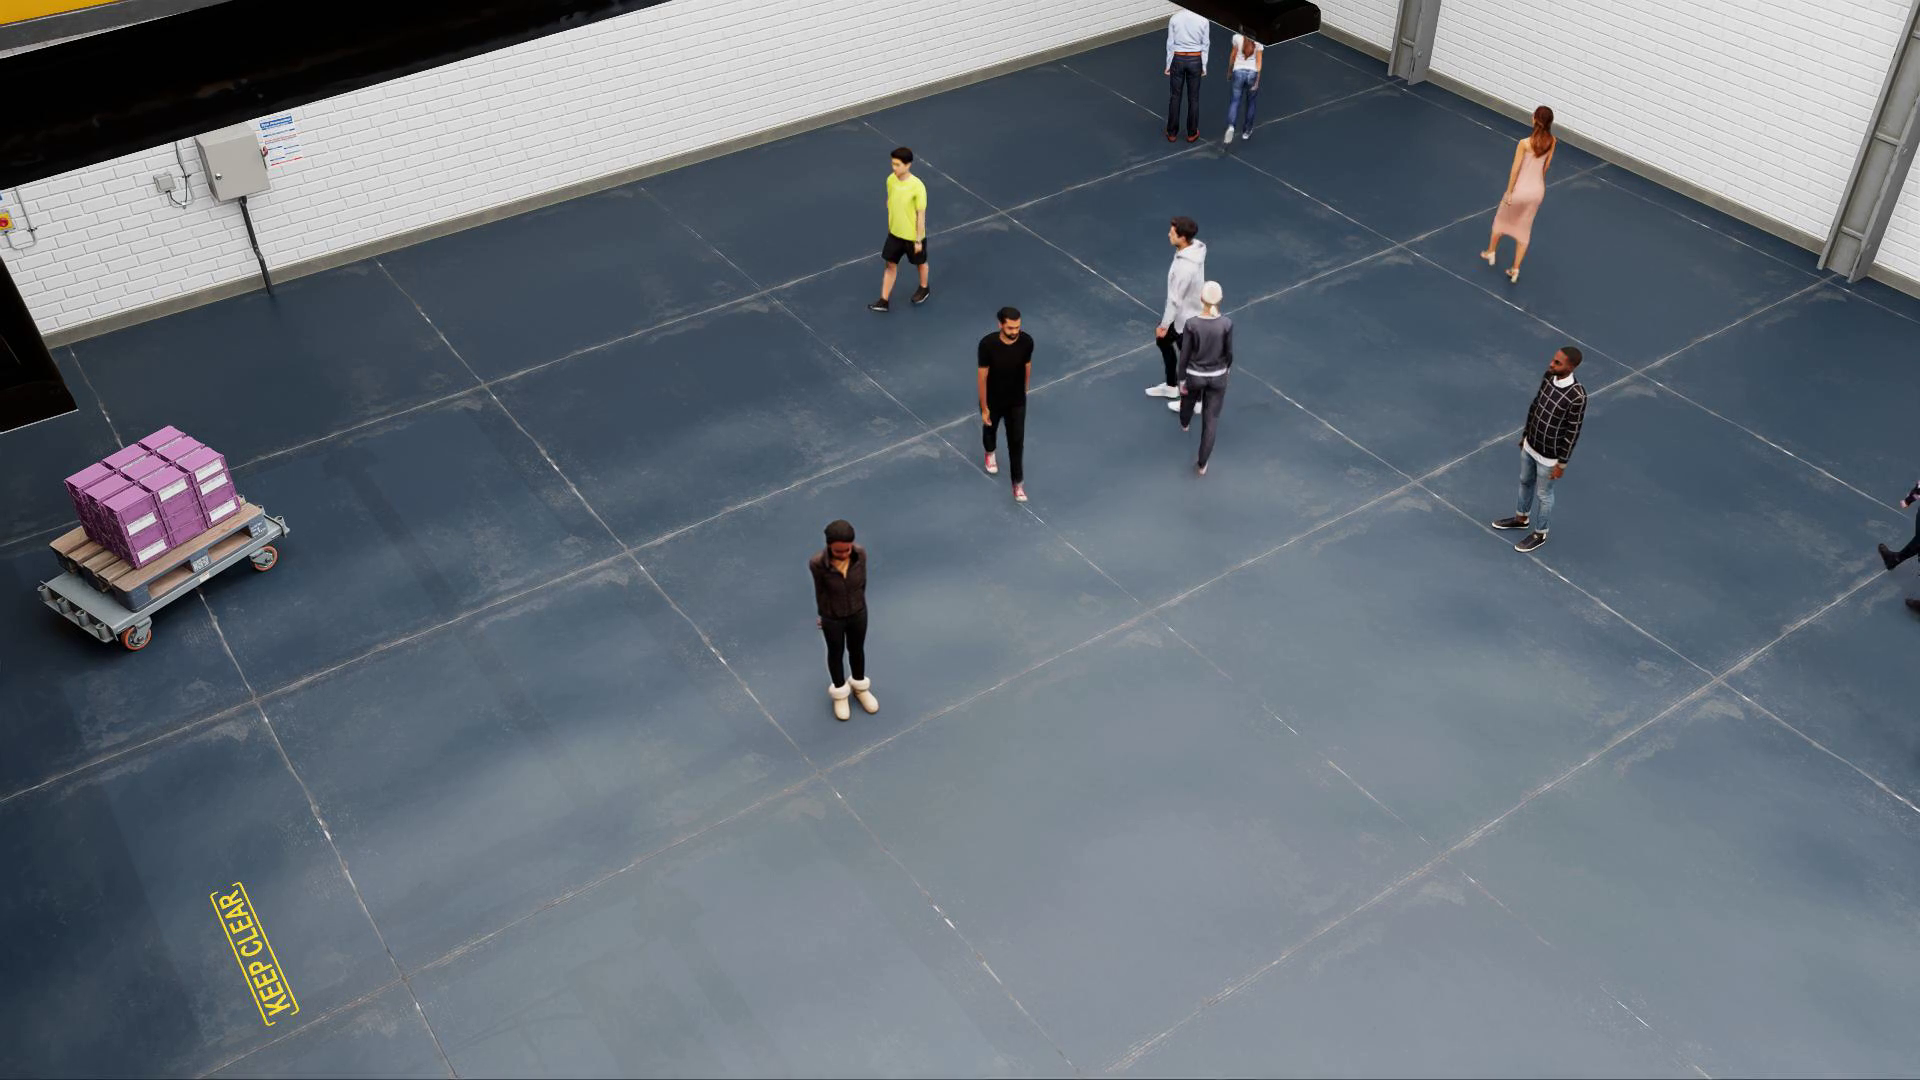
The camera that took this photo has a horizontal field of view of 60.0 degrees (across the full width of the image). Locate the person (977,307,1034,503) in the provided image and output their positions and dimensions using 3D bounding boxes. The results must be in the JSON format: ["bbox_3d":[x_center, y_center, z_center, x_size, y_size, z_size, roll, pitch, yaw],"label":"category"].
[{"bbox_3d":[0.326,-1.220,13.790,0.967,1.708,1.235,-5,39,-7],"label":"person"}]

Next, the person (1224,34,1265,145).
[{"bbox_3d":[3.235,-5.272,18.996,0.891,1.541,0.925,11,40,13],"label":"person"}]

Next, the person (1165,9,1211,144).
[{"bbox_3d":[2.586,-5.417,18.978,0.727,1.791,0.778,5,39,6],"label":"person"}]

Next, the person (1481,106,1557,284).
[{"bbox_3d":[5.612,-3.374,16.400,0.807,1.816,0.919,-4,39,-5],"label":"person"}]

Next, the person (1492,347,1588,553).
[{"bbox_3d":[4.630,-0.737,13.095,0.793,1.820,0.590,-12,40,-15],"label":"person"}]

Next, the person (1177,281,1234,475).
[{"bbox_3d":[2.065,-1.333,13.950,1.048,1.683,1.138,4,39,5],"label":"person"}]

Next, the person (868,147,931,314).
[{"bbox_3d":[-0.463,-3.022,16.073,1.059,1.673,0.931,24,44,27],"label":"person"}]

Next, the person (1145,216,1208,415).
[{"bbox_3d":[2.068,-1.940,14.534,0.946,1.903,0.885,3,39,4],"label":"person"}]

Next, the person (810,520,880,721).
[{"bbox_3d":[-0.823,0.502,11.672,0.651,1.660,0.604,-23,44,-26],"label":"person"}]

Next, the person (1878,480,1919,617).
[{"bbox_3d":[7.412,-0.147,12.501,0.876,1.640,1.137,-7,39,-9],"label":"person"}]
